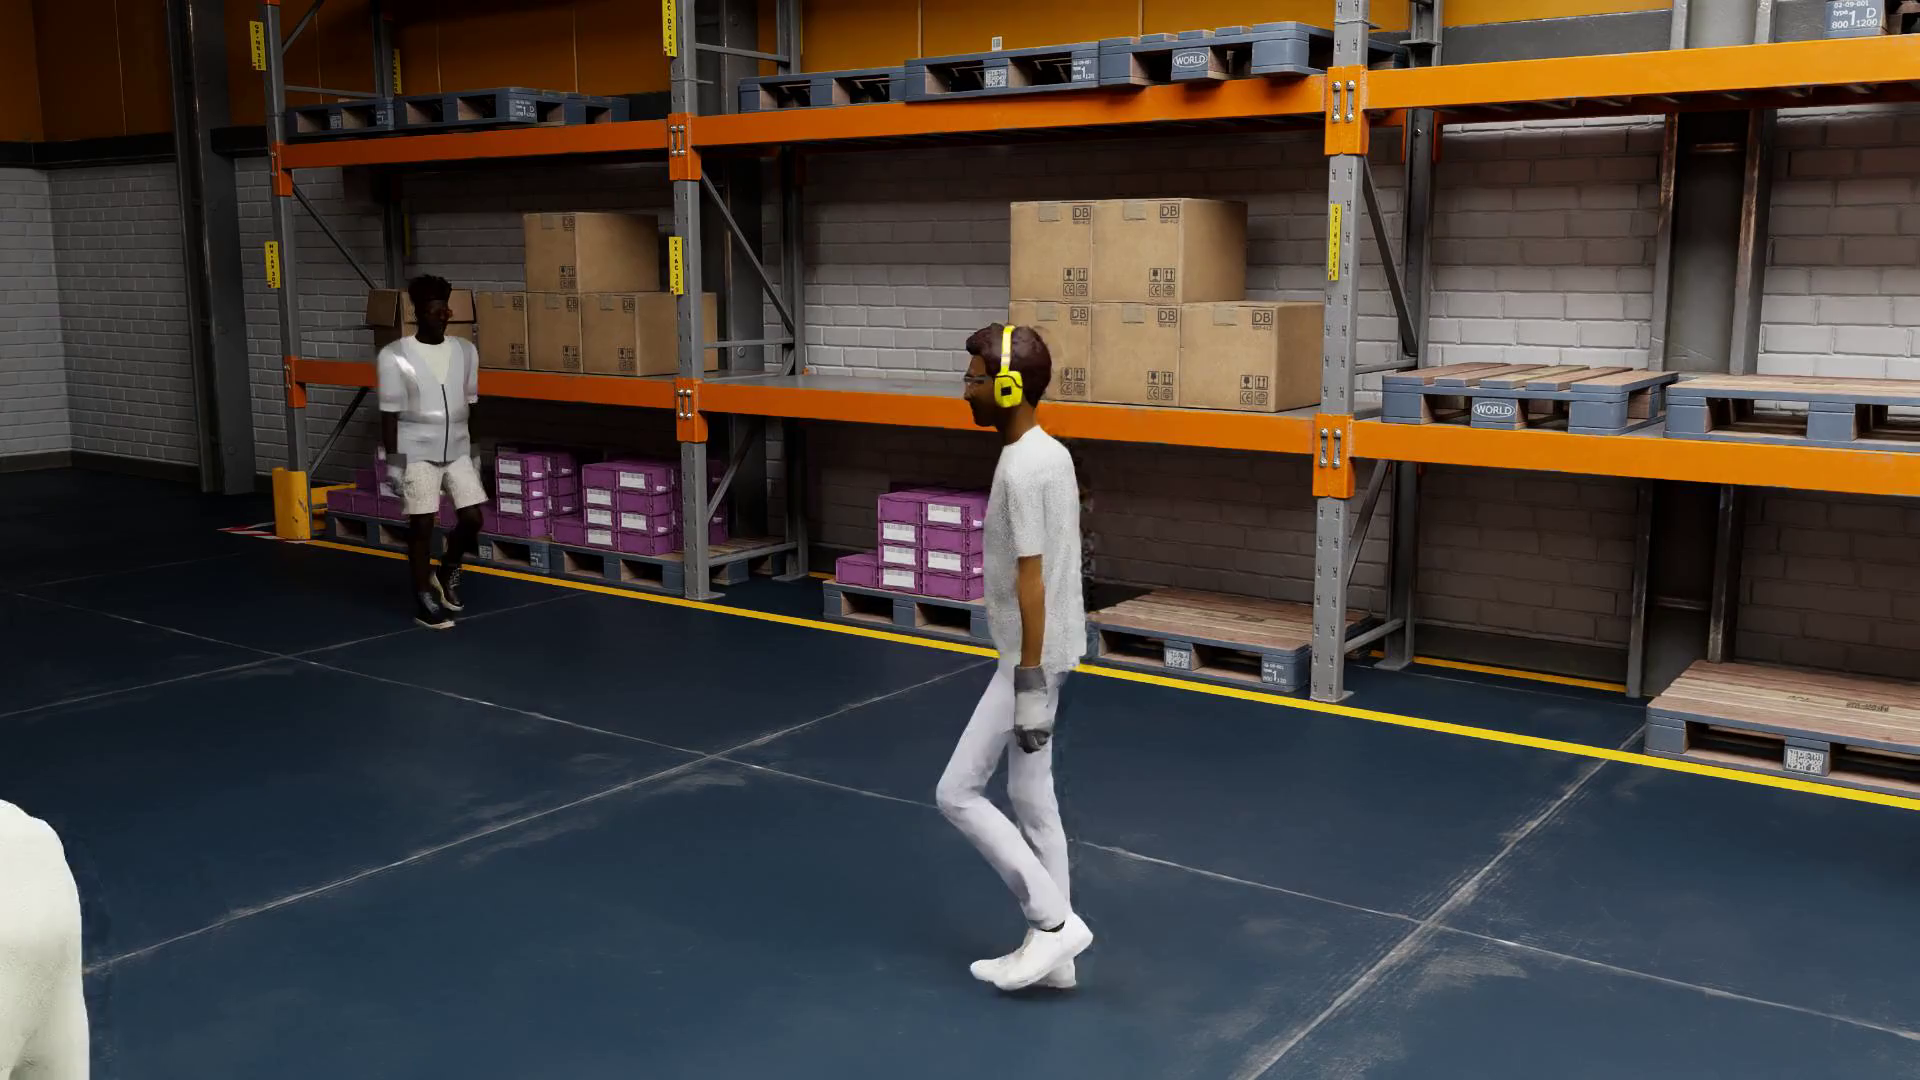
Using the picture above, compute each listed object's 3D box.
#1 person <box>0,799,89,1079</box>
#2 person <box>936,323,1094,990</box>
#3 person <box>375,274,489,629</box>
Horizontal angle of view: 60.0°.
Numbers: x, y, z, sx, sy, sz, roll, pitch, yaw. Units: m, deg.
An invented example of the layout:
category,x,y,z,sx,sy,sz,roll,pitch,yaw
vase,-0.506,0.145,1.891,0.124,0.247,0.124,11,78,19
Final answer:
category,x,y,z,sx,sy,sz,roll,pitch,yaw
person,-1.032,0.828,1.389,1.018,1.938,0.642,6,11,34
person,0.148,0.344,4.533,0.417,1.852,0.560,2,10,12
person,-2.903,-0.479,9.166,0.611,1.948,0.439,-9,13,-42
